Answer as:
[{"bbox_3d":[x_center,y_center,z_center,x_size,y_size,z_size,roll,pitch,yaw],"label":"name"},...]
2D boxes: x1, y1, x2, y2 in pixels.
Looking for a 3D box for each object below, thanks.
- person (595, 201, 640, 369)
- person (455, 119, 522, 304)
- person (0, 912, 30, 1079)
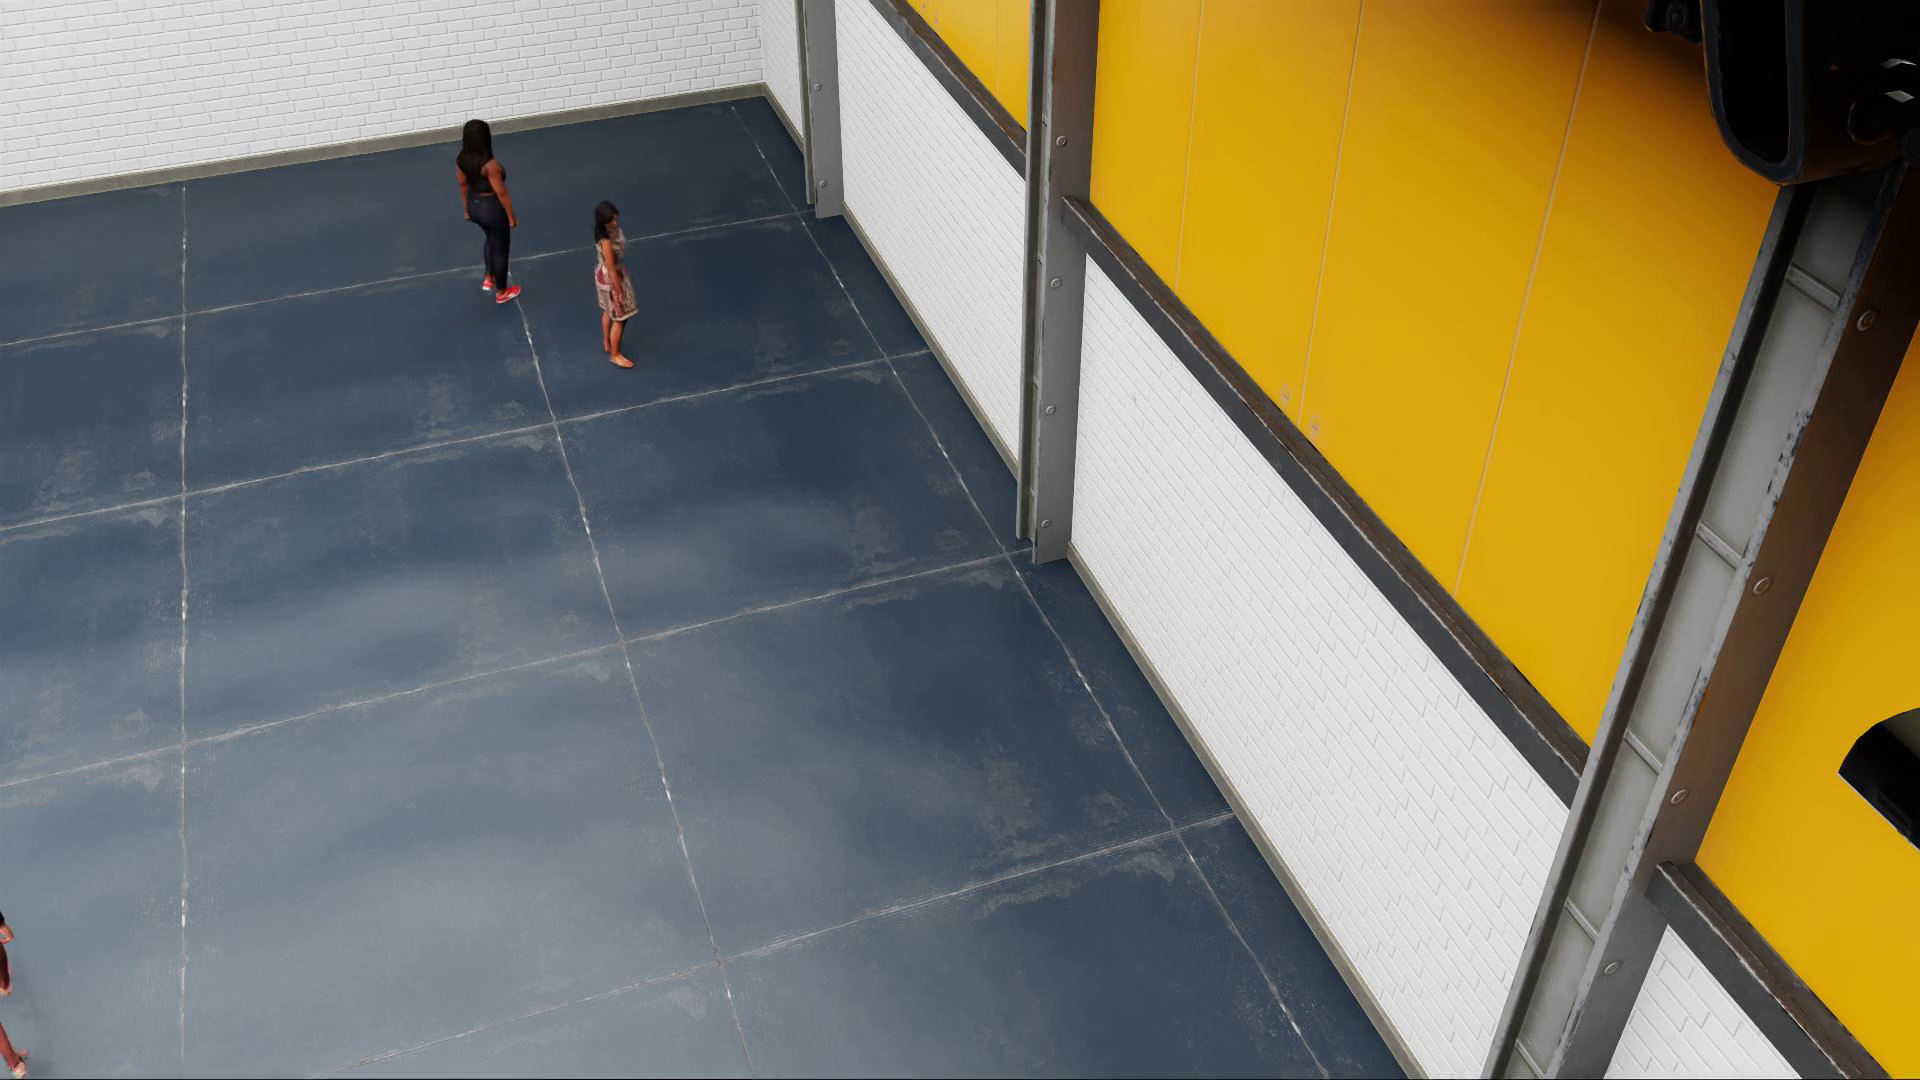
[{"bbox_3d":[-3.094,-2.296,14.619,0.856,1.620,0.547,-15,41,-18],"label":"person"},{"bbox_3d":[-4.407,-2.988,15.335,0.807,1.808,0.886,21,43,24],"label":"person"},{"bbox_3d":[-5.370,2.191,8.955,0.855,1.677,1.278,-24,45,-27],"label":"person"}]
